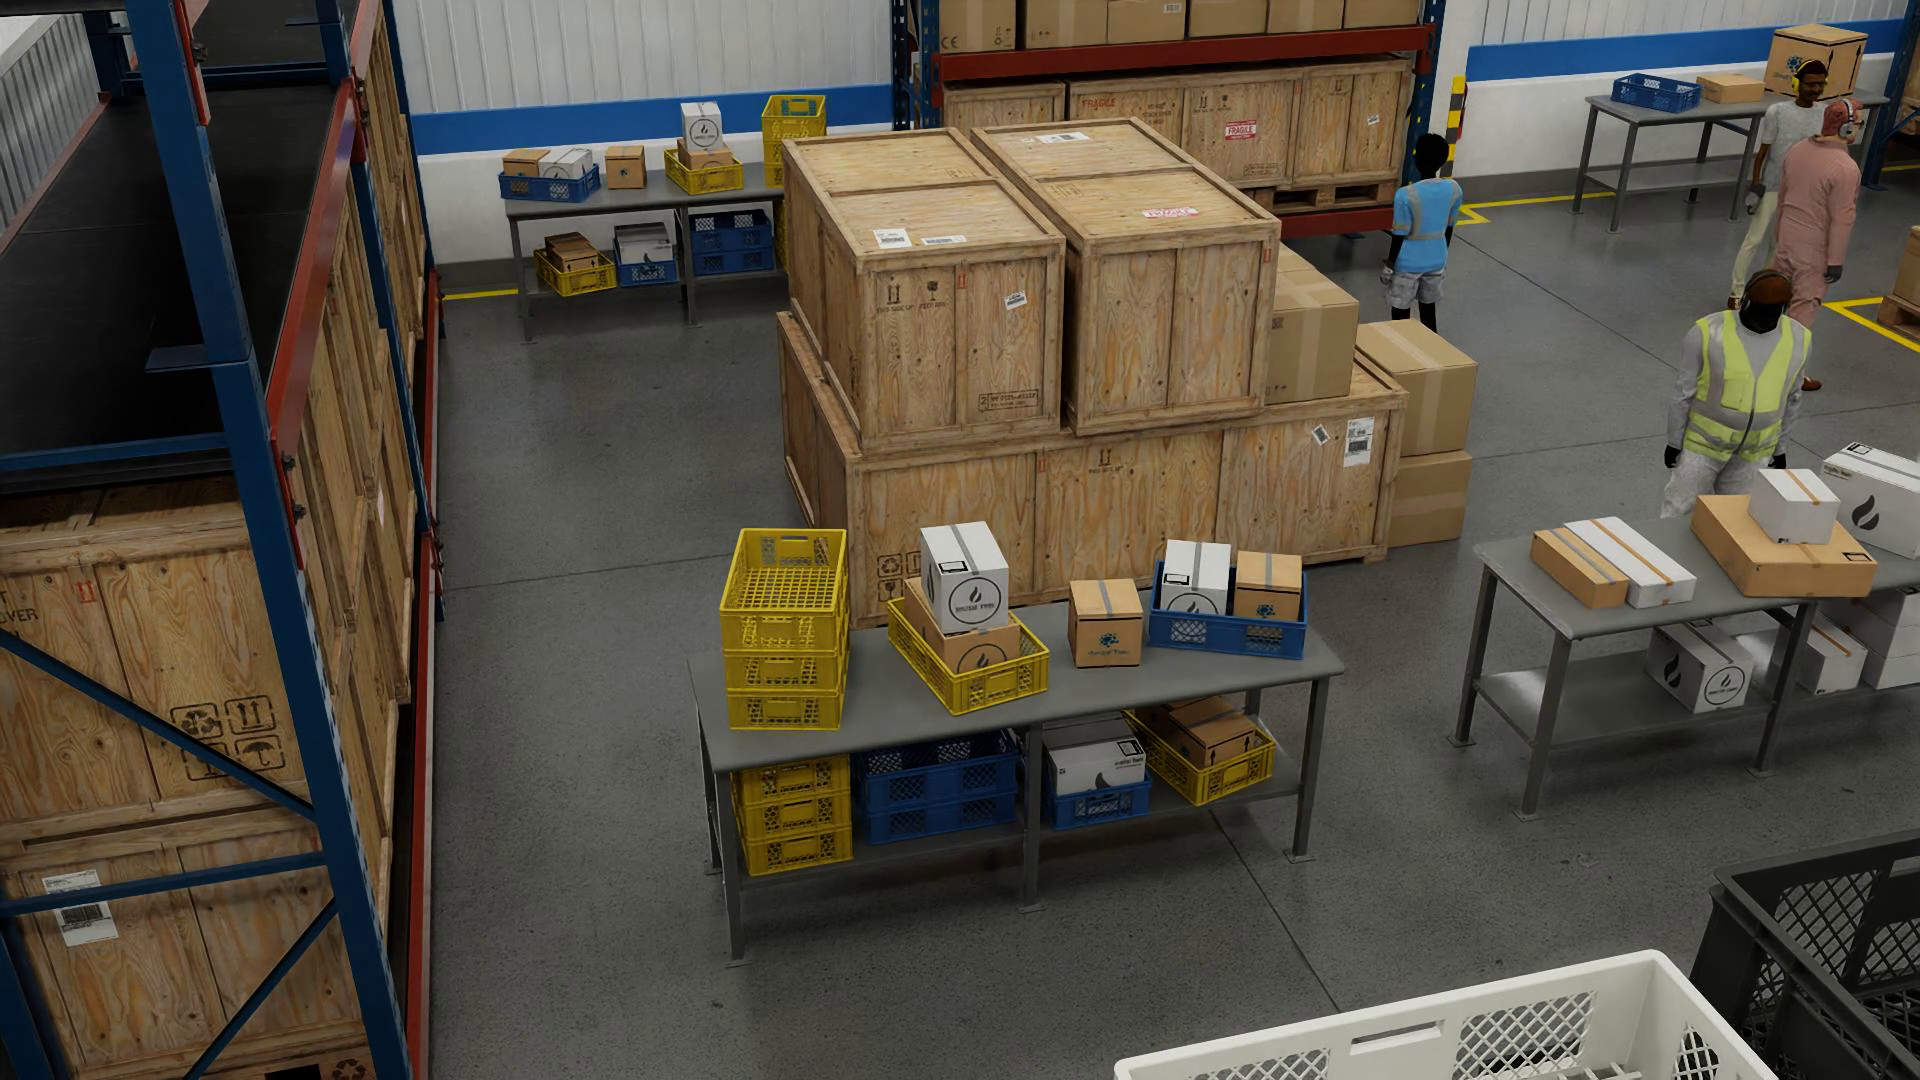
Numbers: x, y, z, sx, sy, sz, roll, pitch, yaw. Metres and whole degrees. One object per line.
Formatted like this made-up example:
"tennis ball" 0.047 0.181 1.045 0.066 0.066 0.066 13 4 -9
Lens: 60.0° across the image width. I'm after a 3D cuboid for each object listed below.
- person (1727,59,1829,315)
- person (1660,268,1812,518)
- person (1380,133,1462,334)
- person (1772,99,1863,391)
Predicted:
"person" 5.956 -2.528 12.031 0.510 1.872 0.329 -2 29 -4
"person" 3.854 -0.480 8.349 0.621 1.838 0.429 3 29 5
"person" 2.998 -1.820 10.922 0.540 1.695 0.316 -14 32 -23
"person" 5.593 -1.935 10.918 0.410 1.908 0.643 -6 29 -10
